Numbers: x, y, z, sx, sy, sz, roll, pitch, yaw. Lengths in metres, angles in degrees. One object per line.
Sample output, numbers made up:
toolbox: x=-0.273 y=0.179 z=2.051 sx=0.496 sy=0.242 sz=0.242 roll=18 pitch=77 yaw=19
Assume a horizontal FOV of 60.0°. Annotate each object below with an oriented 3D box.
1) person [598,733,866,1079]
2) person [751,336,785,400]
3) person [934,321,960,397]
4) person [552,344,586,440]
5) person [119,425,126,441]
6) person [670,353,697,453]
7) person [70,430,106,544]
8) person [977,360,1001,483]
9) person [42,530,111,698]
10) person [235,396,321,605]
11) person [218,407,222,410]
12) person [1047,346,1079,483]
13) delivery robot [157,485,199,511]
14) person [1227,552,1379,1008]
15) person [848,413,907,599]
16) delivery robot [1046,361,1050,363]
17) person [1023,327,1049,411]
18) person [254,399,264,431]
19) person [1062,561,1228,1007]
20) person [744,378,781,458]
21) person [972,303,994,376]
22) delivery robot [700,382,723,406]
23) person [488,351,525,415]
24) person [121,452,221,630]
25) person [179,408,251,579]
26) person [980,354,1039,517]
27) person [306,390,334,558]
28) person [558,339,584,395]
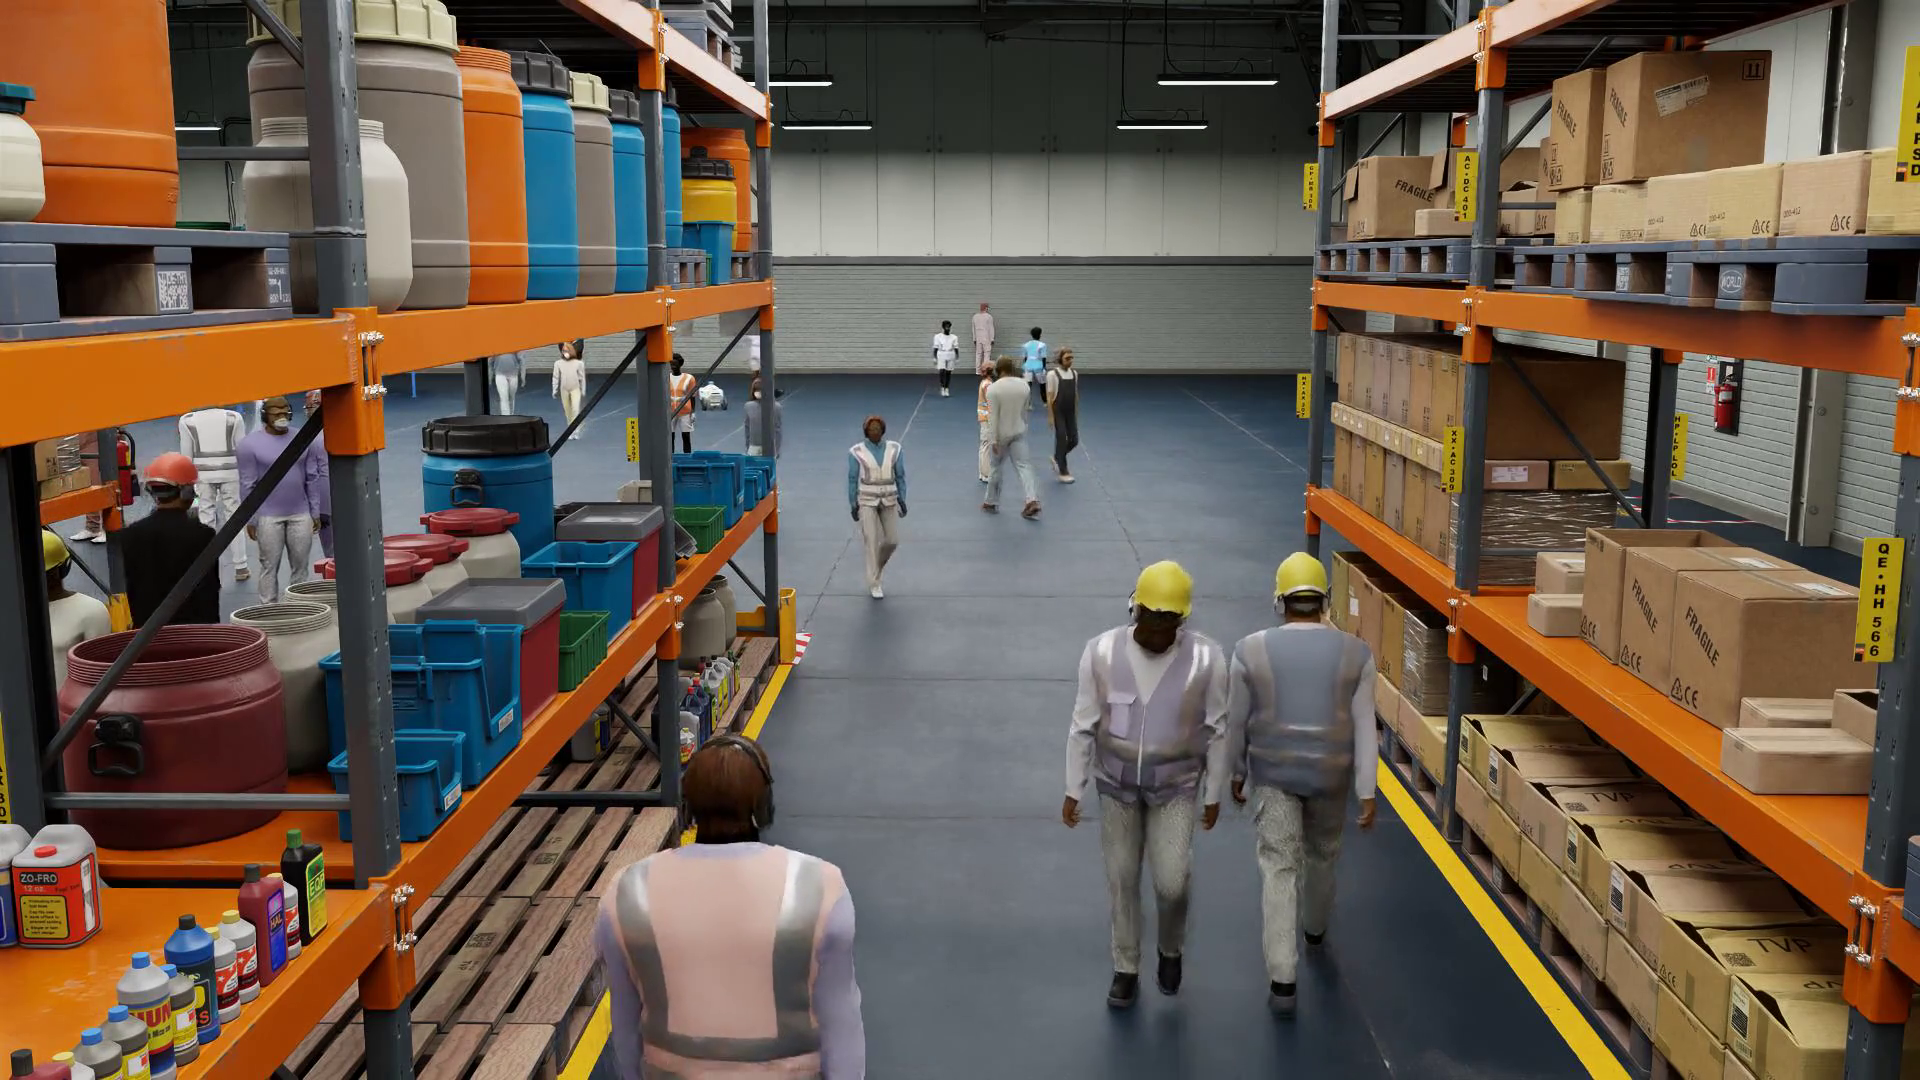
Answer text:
person: x=-0.529 y=1.362 z=4.098 sx=0.640 sy=1.828 sz=0.538 roll=1 pitch=10 yaw=6
person: x=-4.200 y=-3.985 z=35.933 sx=0.569 sy=1.896 sz=0.930 roll=7 pitch=12 yaw=38
person: x=-0.270 y=-3.963 z=36.450 sx=0.557 sy=1.666 sz=0.733 roll=-3 pitch=10 yaw=-16
person: x=-6.497 y=-2.443 z=27.616 sx=0.513 sy=1.595 sz=0.828 roll=0 pitch=9 yaw=1
person: x=-12.997 y=-2.283 z=25.321 sx=0.615 sy=2.038 sz=0.396 roll=-7 pitch=12 yaw=-35
person: x=-3.959 y=-1.777 z=23.307 sx=0.540 sy=1.697 sz=0.318 roll=0 pitch=9 yaw=2
person: x=-9.211 y=-0.928 z=17.590 sx=0.643 sy=1.913 sz=0.410 roll=6 pitch=11 yaw=31
person: x=0.385 y=-1.596 z=22.395 sx=0.307 sy=1.643 sz=0.514 roll=-1 pitch=10 yaw=-7
person: x=-4.132 y=0.815 z=7.615 sx=0.524 sy=1.759 sz=0.337 roll=0 pitch=9 yaw=1
person: x=-5.351 y=-0.192 z=13.135 sx=0.621 sy=1.932 sz=0.374 roll=-9 pitch=13 yaw=-42
person: x=-12.264 y=-2.410 z=26.975 sx=0.758 sy=1.740 sz=0.534 roll=1 pitch=10 yaw=6
person: x=1.369 y=-1.704 z=22.477 sx=0.517 sy=1.830 sz=0.543 roll=-7 pitch=12 yaw=-35
delivery robot: x=-8.656 y=-0.448 z=18.619 sx=0.477 sy=0.478 sz=0.707 roll=1 pitch=10 yaw=6
person: x=1.386 y=0.945 z=6.808 sx=0.598 sy=1.775 sz=0.931 roll=1 pitch=10 yaw=8
person: x=-0.750 y=-0.322 z=14.795 sx=0.530 sy=1.623 sz=0.549 roll=-3 pitch=10 yaw=-19
delivery robot: x=2.084 y=-4.735 z=43.520 sx=0.335 sy=0.223 sz=0.698 roll=7 pitch=12 yaw=35
person: x=1.547 y=-3.420 z=33.259 sx=0.552 sy=1.648 sz=0.843 roll=5 pitch=11 yaw=30
person: x=-11.594 y=-2.564 z=27.558 sx=0.527 sy=1.852 sz=0.562 roll=5 pitch=10 yaw=25
person: x=0.732 y=0.964 z=6.567 sx=0.617 sy=1.810 sz=0.430 roll=3 pitch=10 yaw=16
person: x=-2.295 y=-1.077 z=19.345 sx=0.503 sy=1.621 sz=0.377 roll=3 pitch=10 yaw=18
person: x=0.641 y=-5.258 z=43.541 sx=0.651 sy=1.906 sz=0.401 roll=7 pitch=12 yaw=36
delivery robot: x=-5.031 y=-2.958 z=33.650 sx=0.477 sy=0.478 sz=0.707 roll=-4 pitch=10 yaw=-22
person: x=-8.051 y=-2.909 z=29.530 sx=0.642 sy=1.895 sz=1.000 roll=-4 pitch=10 yaw=-21
person: x=-4.195 y=0.495 z=8.988 sx=0.638 sy=1.932 sz=1.040 roll=2 pitch=10 yaw=11
person: x=-6.914 y=-0.560 z=15.474 sx=0.573 sy=1.883 sz=0.353 roll=-4 pitch=10 yaw=-21
person: x=0.584 y=-1.223 z=19.456 sx=0.626 sy=1.899 sz=1.022 roll=-5 pitch=11 yaw=-28
person: x=-5.258 y=-0.296 z=13.830 sx=0.401 sy=1.904 sz=0.649 roll=-1 pitch=10 yaw=-8
person: x=-8.659 y=-4.213 z=37.006 sx=0.536 sy=2.000 sz=0.688 roll=2 pitch=10 yaw=10
